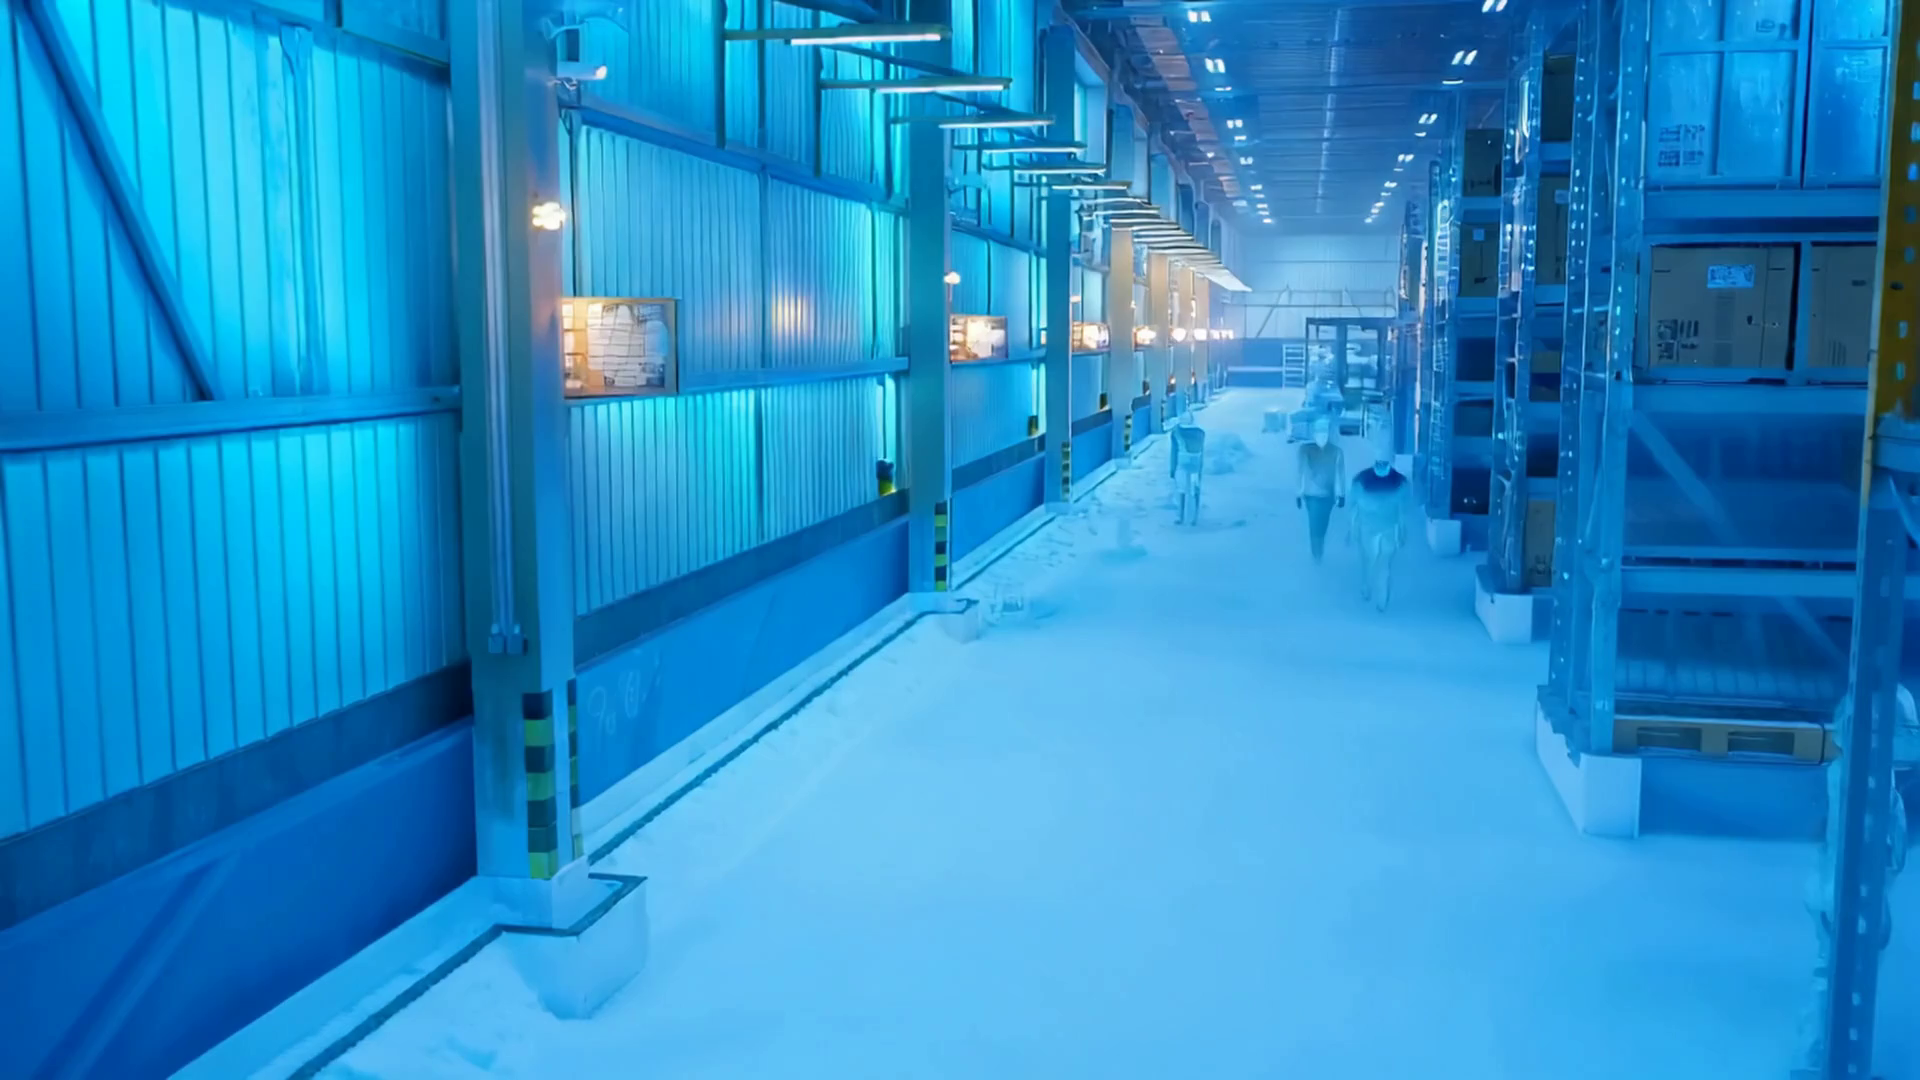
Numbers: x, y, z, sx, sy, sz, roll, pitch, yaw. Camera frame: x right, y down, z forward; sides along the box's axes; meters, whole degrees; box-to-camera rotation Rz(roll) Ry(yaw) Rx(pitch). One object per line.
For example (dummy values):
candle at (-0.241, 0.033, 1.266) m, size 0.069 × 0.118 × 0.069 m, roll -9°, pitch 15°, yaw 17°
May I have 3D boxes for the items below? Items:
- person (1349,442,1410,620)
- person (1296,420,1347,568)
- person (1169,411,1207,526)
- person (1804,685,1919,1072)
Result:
person at (4.577, -0.121, 18.192) m, size 0.638 × 1.916 × 0.780 m, roll 1°, pitch 7°, yaw 10°
person at (4.797, -0.611, 22.001) m, size 0.642 × 1.937 × 1.008 m, roll 0°, pitch 7°, yaw 0°
person at (3.631, -1.142, 26.659) m, size 0.633 × 1.842 × 0.429 m, roll -3°, pitch 8°, yaw -23°
person at (3.584, 1.419, 6.578) m, size 0.311 × 1.735 × 0.484 m, roll 1°, pitch 7°, yaw 11°
